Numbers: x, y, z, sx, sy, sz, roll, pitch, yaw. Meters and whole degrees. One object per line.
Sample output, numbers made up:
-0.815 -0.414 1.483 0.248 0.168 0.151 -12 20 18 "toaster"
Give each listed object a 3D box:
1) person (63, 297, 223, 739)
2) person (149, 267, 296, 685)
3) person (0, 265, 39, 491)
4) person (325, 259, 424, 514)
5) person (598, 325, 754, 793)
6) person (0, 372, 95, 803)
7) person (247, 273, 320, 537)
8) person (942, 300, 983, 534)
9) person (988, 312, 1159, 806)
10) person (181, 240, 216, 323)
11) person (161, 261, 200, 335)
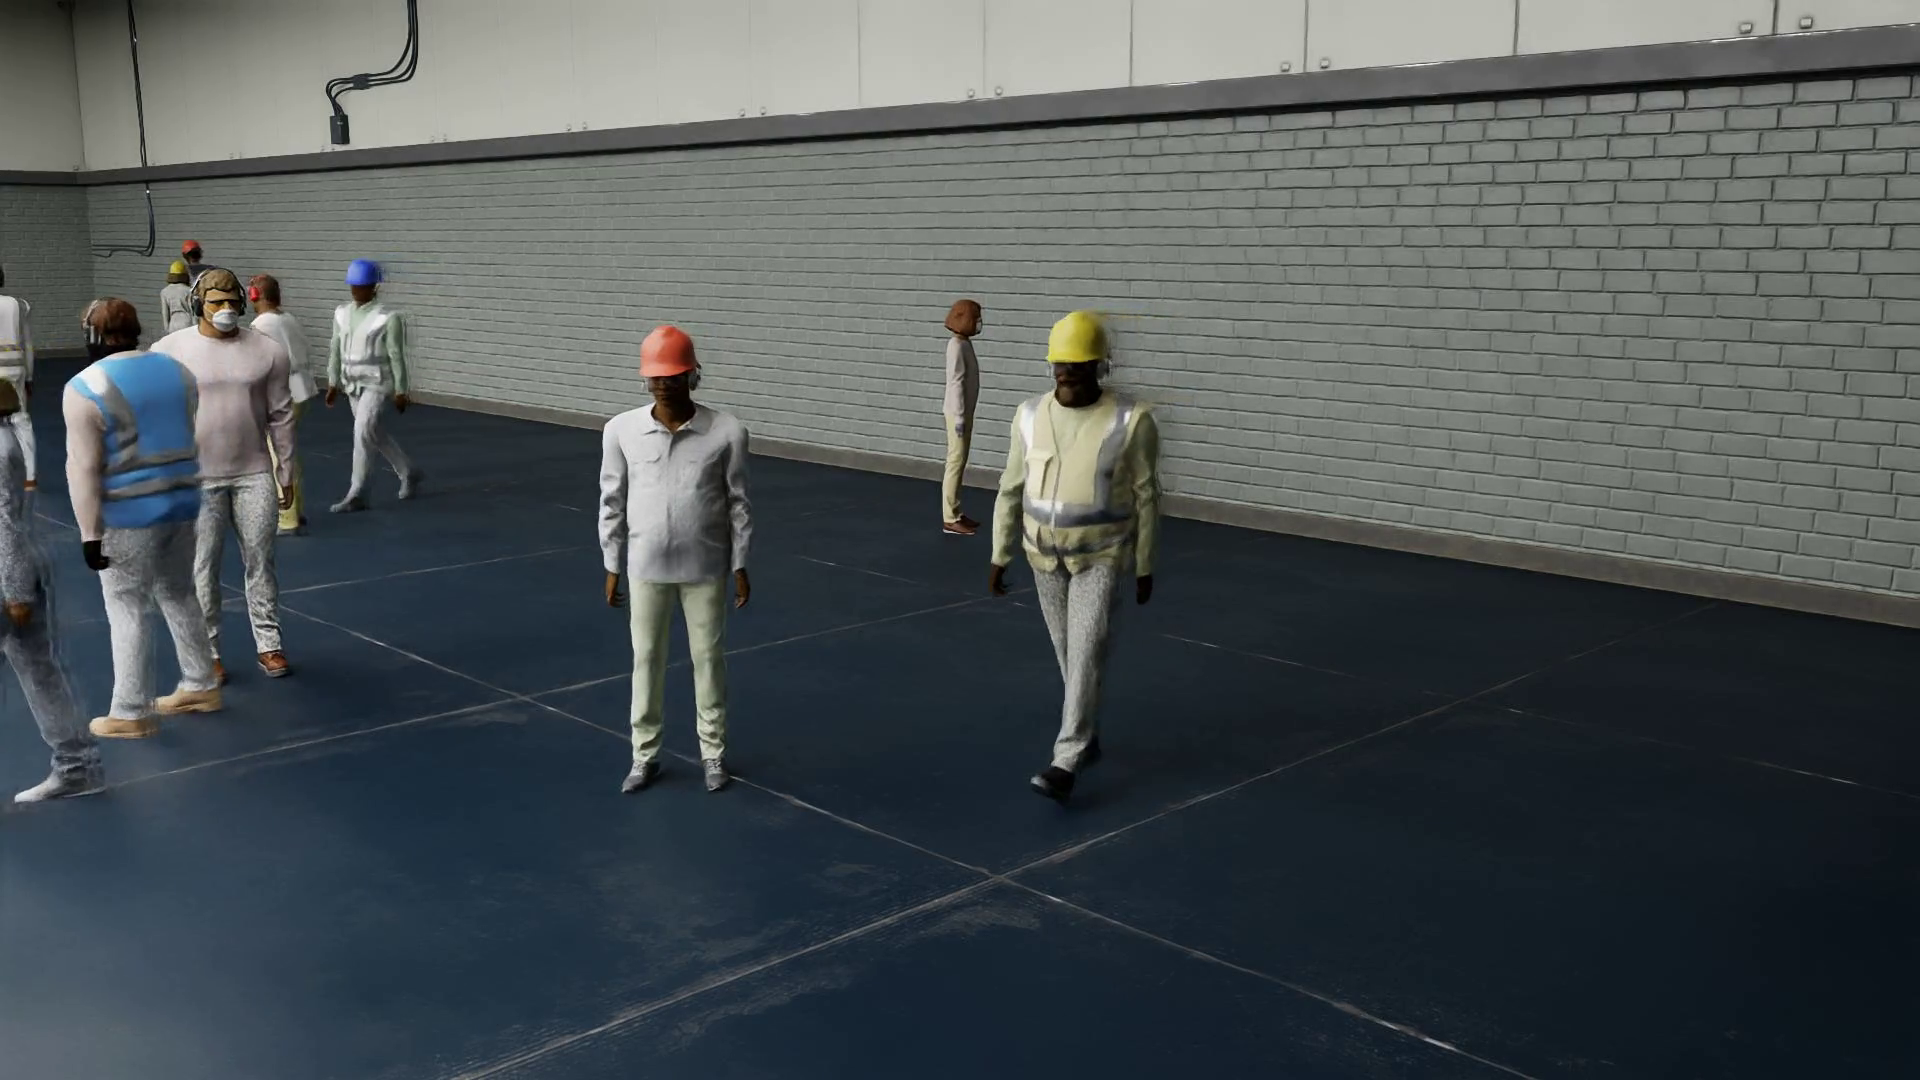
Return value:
-3.426 -0.092 6.953 0.435 1.831 0.657 5 11 24 "person"
-3.406 -0.293 7.748 0.625 1.933 0.375 -7 12 -33 "person"
-7.709 -1.297 13.348 0.355 1.882 0.576 5 12 26 "person"
-4.485 -1.196 12.741 0.608 1.916 0.963 6 12 28 "person"
-1.056 0.080 6.193 0.573 1.748 0.342 -1 10 -4 "person"
-3.535 0.158 5.893 0.765 1.715 0.495 -6 12 -28 "person"
-4.709 -0.938 11.560 0.440 1.820 0.599 0 10 0 "person"
0.019 -0.865 11.672 0.268 1.632 0.506 1 10 7 "person"
0.384 0.059 6.198 0.600 1.787 0.883 7 12 32 "person"
-10.751 -3.194 23.355 0.978 1.996 0.612 7 12 32 "person"
-9.944 -2.687 21.305 0.484 1.744 0.296 1 10 8 "person"
